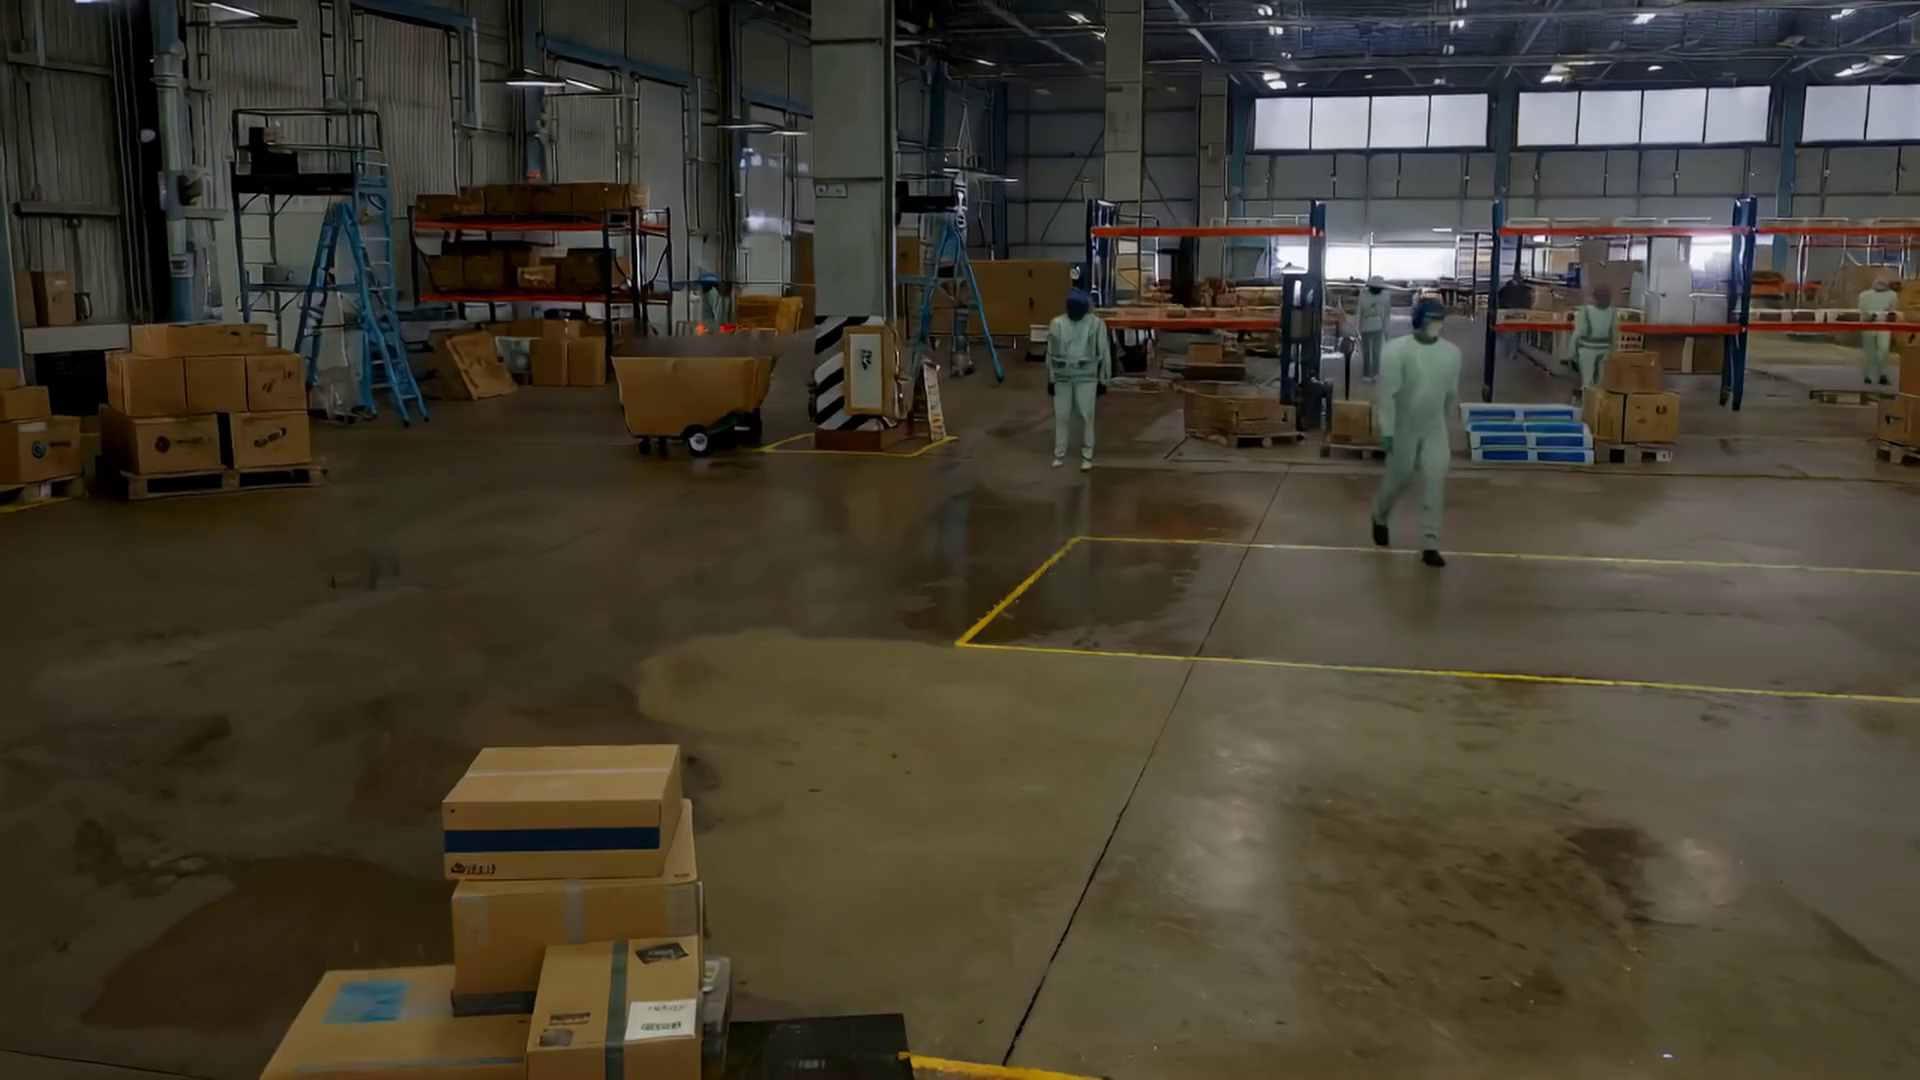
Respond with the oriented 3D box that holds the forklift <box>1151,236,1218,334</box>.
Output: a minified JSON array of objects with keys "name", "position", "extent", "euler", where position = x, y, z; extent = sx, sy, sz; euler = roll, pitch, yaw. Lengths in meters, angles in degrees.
[{"name":"forklift","position":[6.373,-7.202,46.811],"extent":[1.873,2.768,1.129],"euler":[0,10,-1]}]

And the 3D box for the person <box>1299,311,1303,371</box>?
[{"name":"person","position":[6.706,-4.088,31.852],"extent":[0.485,1.737,0.336],"euler":[-9,13,-42]}]

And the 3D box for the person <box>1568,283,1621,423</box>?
[{"name":"person","position":[8.096,-2.330,21.148],"extent":[0.584,1.847,0.751],"euler":[-2,10,-9]}]

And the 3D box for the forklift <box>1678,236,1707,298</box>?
[{"name":"forklift","position":[21.538,-7.774,50.175],"extent":[1.129,2.768,1.873],"euler":[-3,10,-18]}]

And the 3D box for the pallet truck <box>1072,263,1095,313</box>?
[{"name":"pallet truck","position":[4.325,-8.180,55.162],"extent":[0.823,1.965,1.885],"euler":[6,11,31]}]

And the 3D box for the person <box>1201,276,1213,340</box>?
[{"name":"person","position":[6.514,-6.113,43.878],"extent":[0.316,1.695,0.541],"euler":[3,10,14]}]

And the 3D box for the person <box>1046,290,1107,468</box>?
[{"name":"person","position":[1.195,-1.656,17.216],"extent":[0.634,1.839,0.429],"euler":[2,10,12]}]

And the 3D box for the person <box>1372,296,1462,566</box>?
[{"name":"person","position":[3.272,-0.802,11.997],"extent":[0.635,1.913,0.837],"euler":[-1,10,-7]}]

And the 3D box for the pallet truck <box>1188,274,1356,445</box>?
[{"name":"pallet truck","position":[3.653,-2.138,19.590],"extent":[1.885,1.965,0.823],"euler":[-4,10,-20]}]

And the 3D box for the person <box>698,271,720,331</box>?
[{"name":"person","position":[-4.452,-3.791,29.500],"extent":[0.367,1.936,0.542],"euler":[0,10,-1]}]

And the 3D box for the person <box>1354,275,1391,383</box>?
[{"name":"person","position":[7.144,-3.652,28.868],"extent":[0.603,1.873,0.957],"euler":[3,10,16]}]

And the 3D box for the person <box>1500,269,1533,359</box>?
[{"name":"person","position":[11.883,-4.794,35.463],"extent":[0.653,1.913,0.810],"euler":[2,10,10]}]

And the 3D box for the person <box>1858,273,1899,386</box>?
[{"name":"person","position":[15.643,-3.579,28.346],"extent":[0.641,1.905,0.888],"euler":[3,10,16]}]
